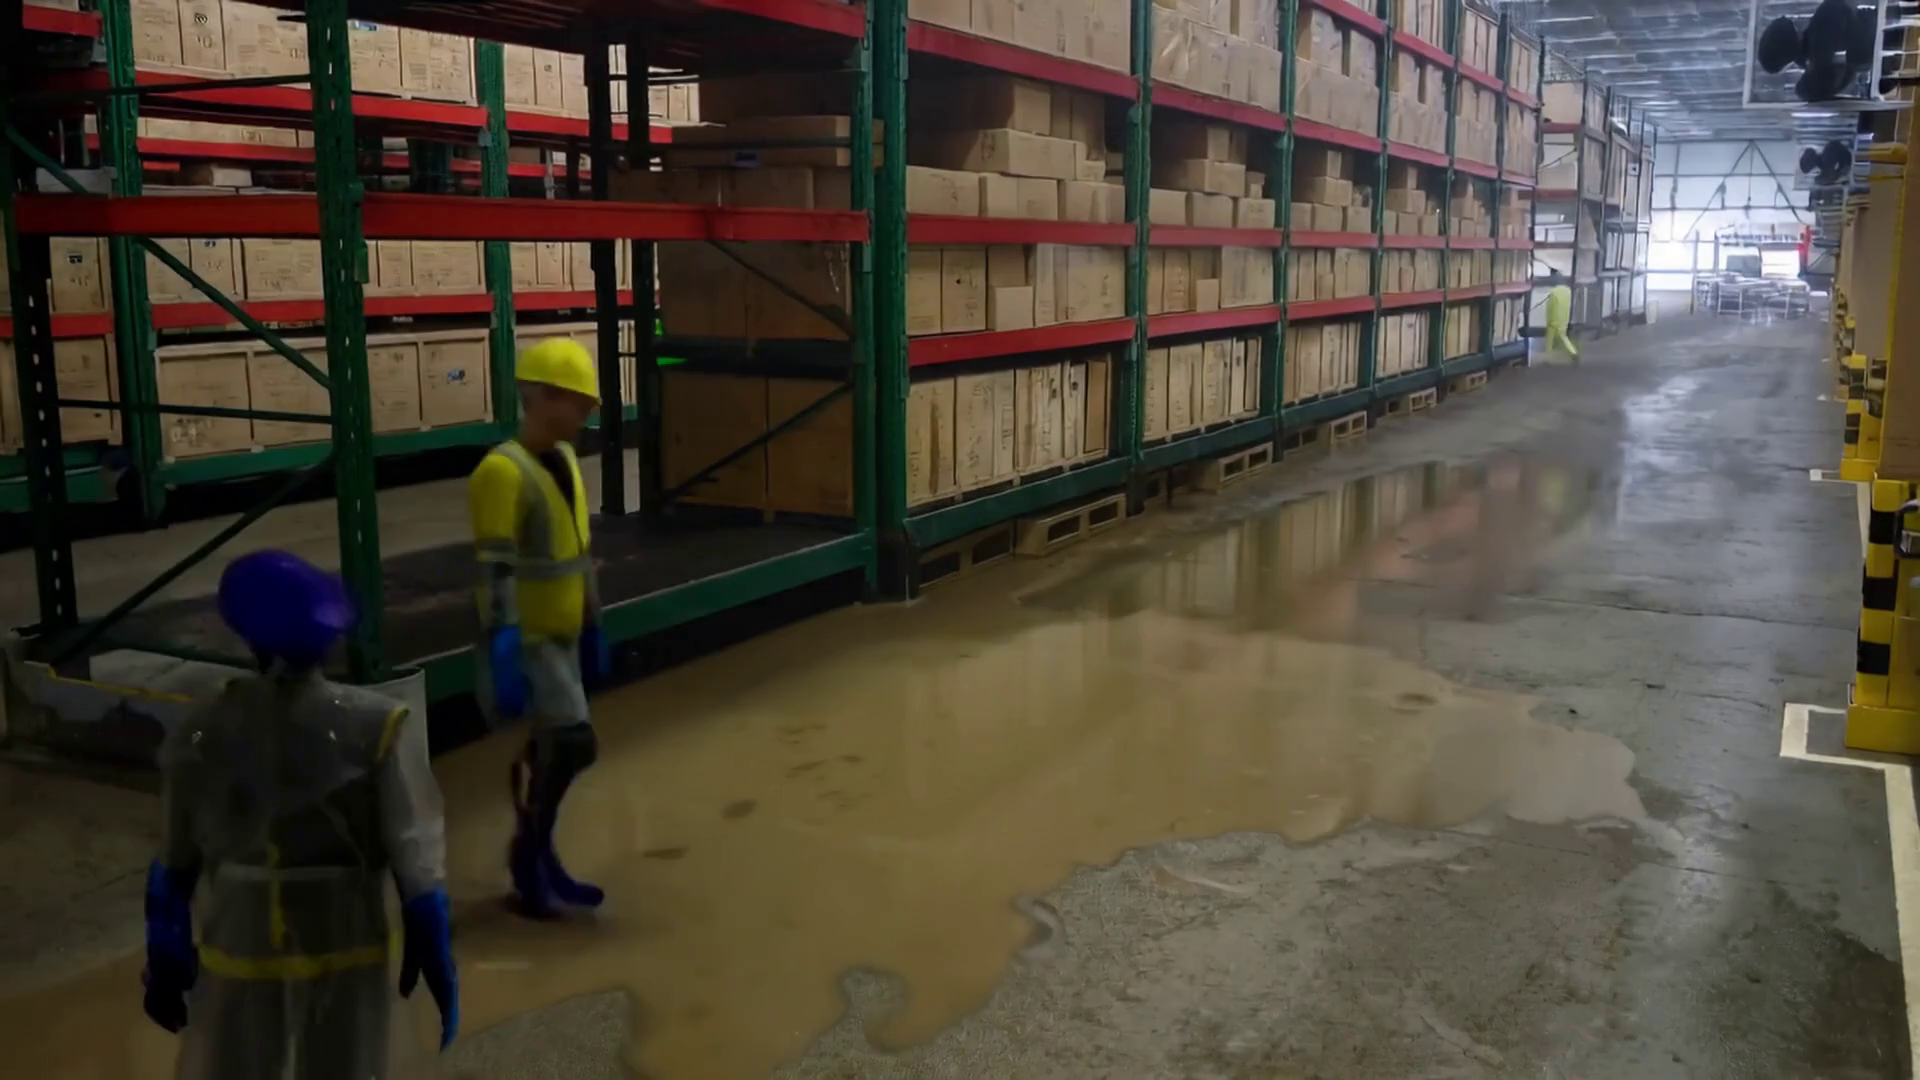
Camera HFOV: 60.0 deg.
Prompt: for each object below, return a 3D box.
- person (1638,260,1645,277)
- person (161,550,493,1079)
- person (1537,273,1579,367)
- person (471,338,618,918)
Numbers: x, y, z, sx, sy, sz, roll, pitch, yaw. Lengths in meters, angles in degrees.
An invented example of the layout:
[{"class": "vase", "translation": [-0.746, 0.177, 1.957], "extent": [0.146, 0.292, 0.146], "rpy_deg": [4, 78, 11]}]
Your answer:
[{"class": "person", "translation": [33.706, -12.974, 82.181], "extent": [0.364, 1.939, 0.636], "rpy_deg": [5, 11, 27]}, {"class": "person", "translation": [-1.221, 0.830, 3.193], "extent": [0.625, 1.624, 0.351], "rpy_deg": [2, 10, 9]}, {"class": "person", "translation": [11.401, -4.167, 31.611], "extent": [0.678, 1.800, 0.833], "rpy_deg": [-6, 11, -29]}, {"class": "person", "translation": [-1.334, 0.301, 5.430], "extent": [0.410, 1.907, 0.543], "rpy_deg": [2, 10, 9]}]
